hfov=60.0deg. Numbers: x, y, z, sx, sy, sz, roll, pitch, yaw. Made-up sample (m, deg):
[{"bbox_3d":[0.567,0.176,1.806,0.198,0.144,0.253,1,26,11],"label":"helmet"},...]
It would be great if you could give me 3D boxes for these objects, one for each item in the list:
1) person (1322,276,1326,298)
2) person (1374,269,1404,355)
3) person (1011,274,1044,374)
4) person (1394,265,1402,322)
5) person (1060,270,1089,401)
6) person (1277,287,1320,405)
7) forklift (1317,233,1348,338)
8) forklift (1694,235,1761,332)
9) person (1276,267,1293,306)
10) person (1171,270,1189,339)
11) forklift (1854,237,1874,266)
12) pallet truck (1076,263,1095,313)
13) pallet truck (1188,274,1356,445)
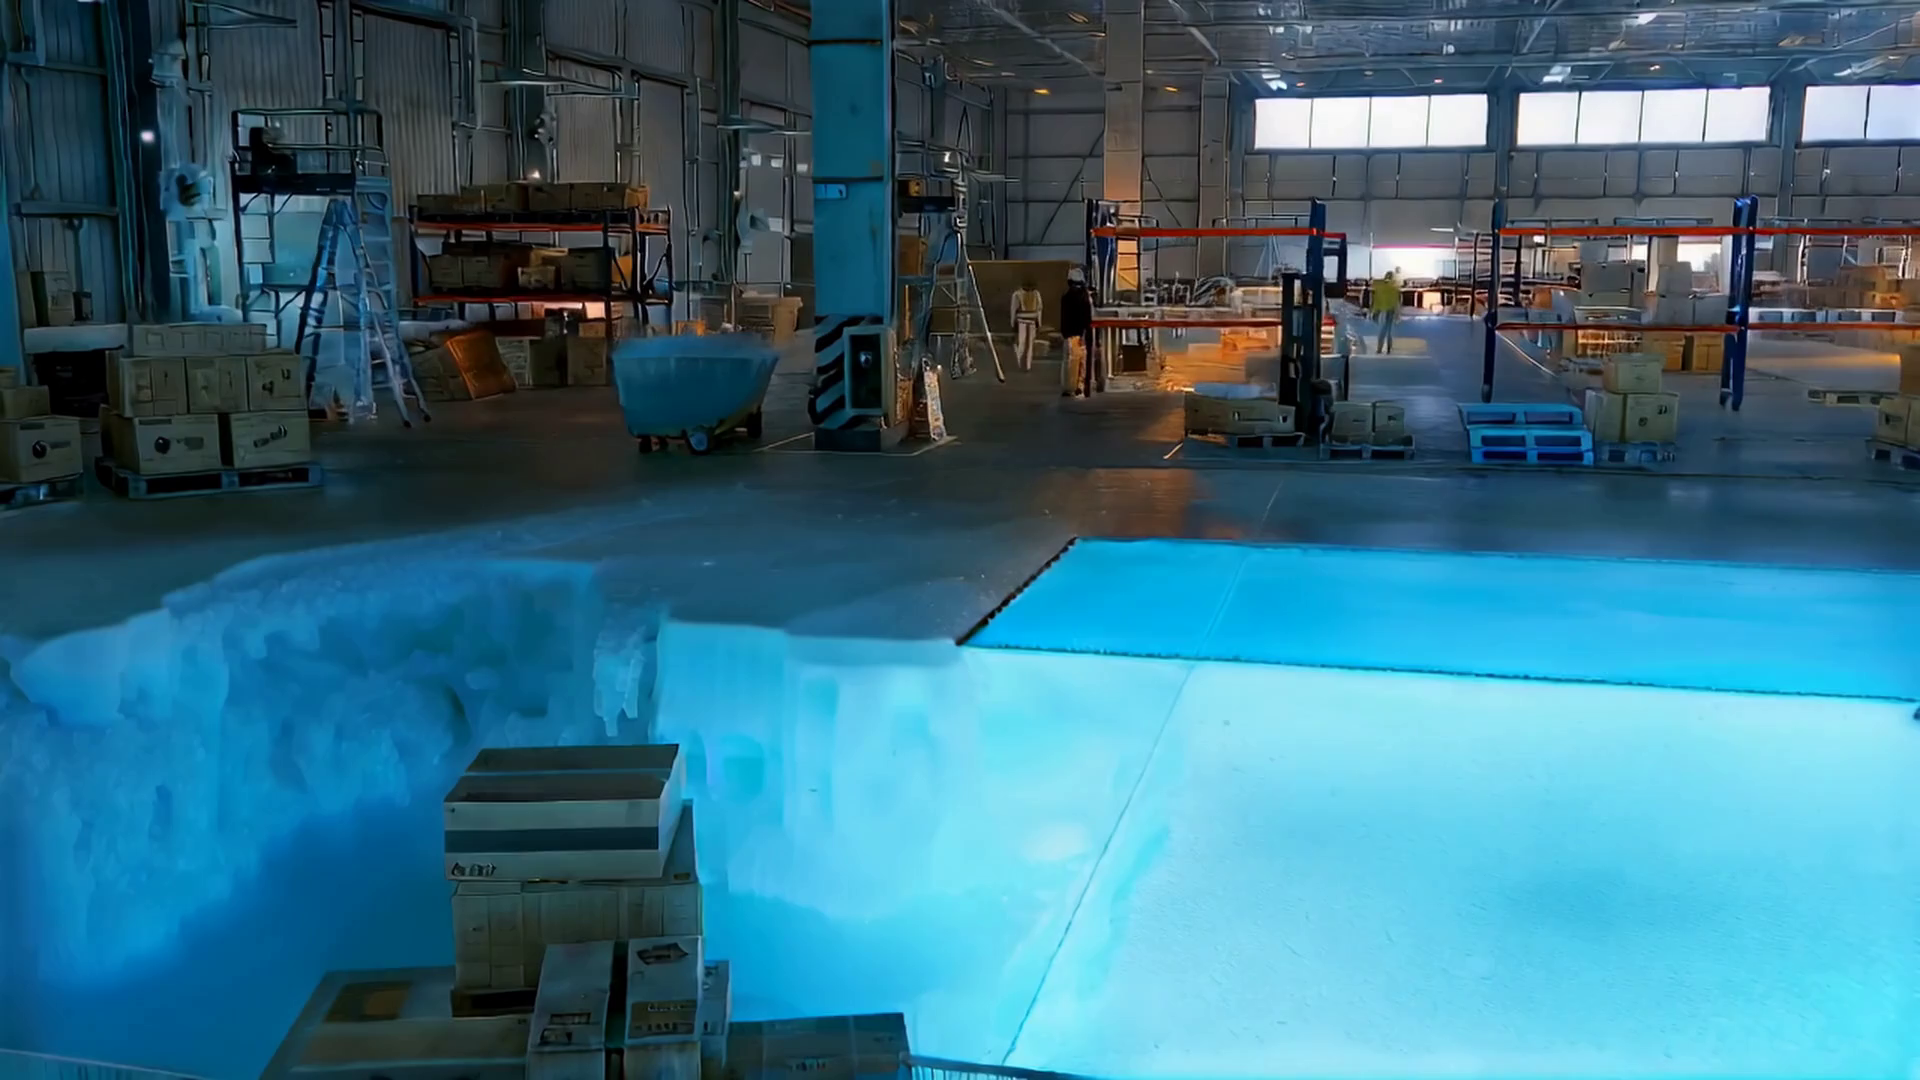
[{"bbox_3d":[9.499,-6.137,43.885,0.294,1.744,0.486,6,11,31],"label":"person"},{"bbox_3d":[9.628,-5.116,37.339,0.640,1.921,0.577,2,10,10],"label":"person"},{"bbox_3d":[1.258,-4.030,31.139,0.596,1.864,0.461,-4,10,-20],"label":"person"},{"bbox_3d":[14.830,-8.364,56.469,0.377,1.932,0.544,7,12,35],"label":"person"},{"bbox_3d":[1.746,-3.121,25.407,0.391,1.987,0.608,-4,10,-21],"label":"person"},{"bbox_3d":[4.207,-2.255,20.779,0.583,1.827,0.647,-2,10,-13],"label":"person"},{"bbox_3d":[9.748,-6.755,44.179,1.129,2.768,1.873,2,10,10],"label":"forklift"},{"bbox_3d":[22.425,-7.519,48.677,1.873,2.768,1.129,2,10,14],"label":"forklift"},{"bbox_3d":[9.597,-7.030,48.673,0.650,1.892,0.977,1,10,6],"label":"person"},{"bbox_3d":[5.912,-6.342,44.799,0.506,1.842,0.348,-3,10,-16],"label":"person"},{"bbox_3d":[29.733,-8.572,54.873,1.873,2.768,1.129,2,10,14],"label":"forklift"},{"bbox_3d":[4.325,-8.180,55.162,0.823,1.965,1.885,6,11,31],"label":"pallet truck"},{"bbox_3d":[3.653,-2.138,19.590,1.885,1.965,0.823,-4,10,-20],"label":"pallet truck"}]
